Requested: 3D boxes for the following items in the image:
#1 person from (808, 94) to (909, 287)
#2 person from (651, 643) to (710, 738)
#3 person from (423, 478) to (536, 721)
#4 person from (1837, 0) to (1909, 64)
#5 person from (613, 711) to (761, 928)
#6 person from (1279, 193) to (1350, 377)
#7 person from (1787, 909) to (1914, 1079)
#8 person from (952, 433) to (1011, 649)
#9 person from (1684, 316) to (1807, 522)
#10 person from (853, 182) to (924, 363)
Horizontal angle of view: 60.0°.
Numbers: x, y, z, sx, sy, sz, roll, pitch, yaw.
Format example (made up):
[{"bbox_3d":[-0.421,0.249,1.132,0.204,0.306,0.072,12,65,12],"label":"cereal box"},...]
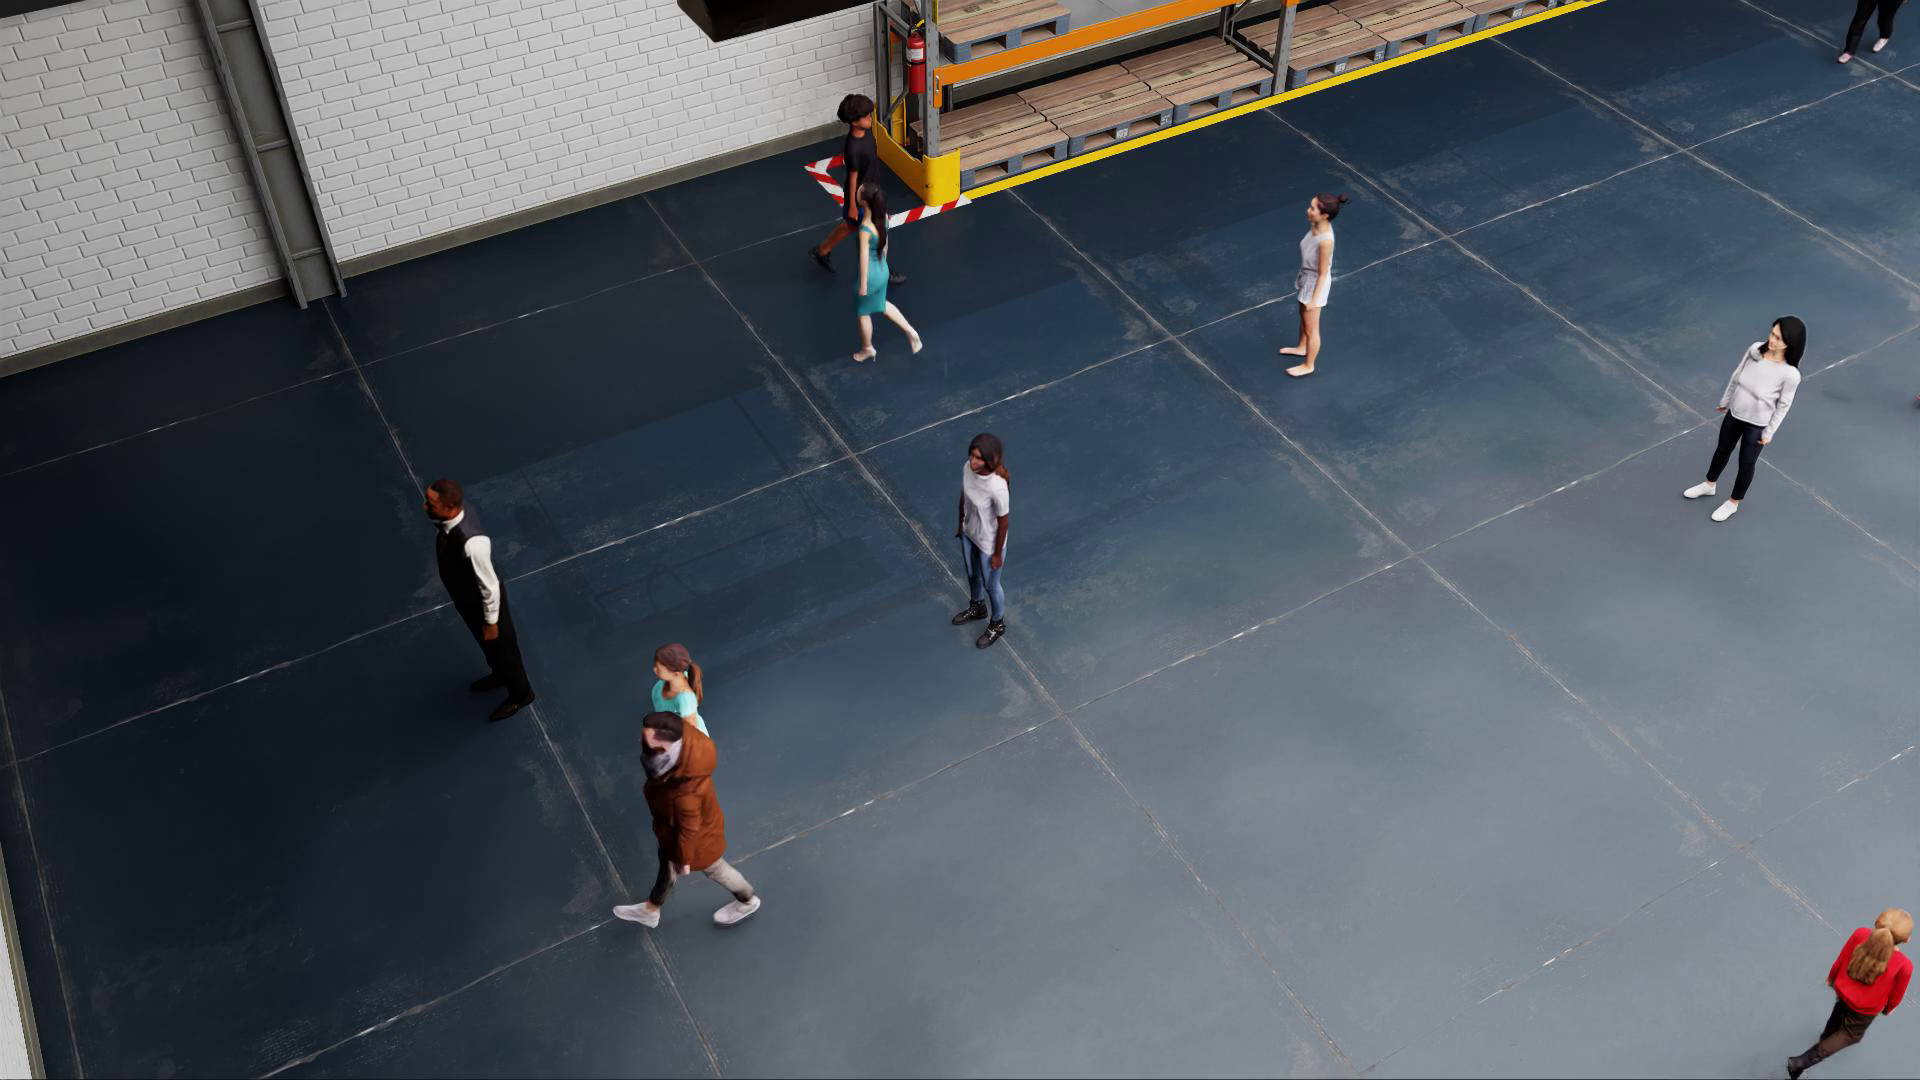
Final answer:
[{"bbox_3d":[-0.905,-2.898,13.823,1.174,1.776,1.011,3,44,4],"label":"person"},{"bbox_3d":[-1.603,1.154,9.728,0.571,1.558,0.580,-15,46,-15],"label":"person"},{"bbox_3d":[-2.979,0.347,10.315,0.571,1.917,0.691,-24,49,-23],"label":"person"},{"bbox_3d":[9.420,-5.622,16.830,1.078,1.572,0.812,-33,52,-29],"label":"person"},{"bbox_3d":[-1.391,1.555,9.136,1.127,1.794,0.854,-13,45,-13],"label":"person"},{"bbox_3d":[2.767,-2.017,13.015,0.648,1.615,0.641,-2,44,-2],"label":"person"},{"bbox_3d":[4.643,2.385,8.648,0.833,1.264,0.520,-20,47,-19],"label":"person"},{"bbox_3d":[0.153,-0.006,10.829,0.539,1.719,0.602,-26,50,-25],"label":"person"},{"bbox_3d":[5.596,-0.870,11.749,0.545,1.700,0.623,-19,47,-19],"label":"person"},{"bbox_3d":[-0.615,-2.038,12.993,0.883,1.675,0.862,15,46,16],"label":"person"}]
